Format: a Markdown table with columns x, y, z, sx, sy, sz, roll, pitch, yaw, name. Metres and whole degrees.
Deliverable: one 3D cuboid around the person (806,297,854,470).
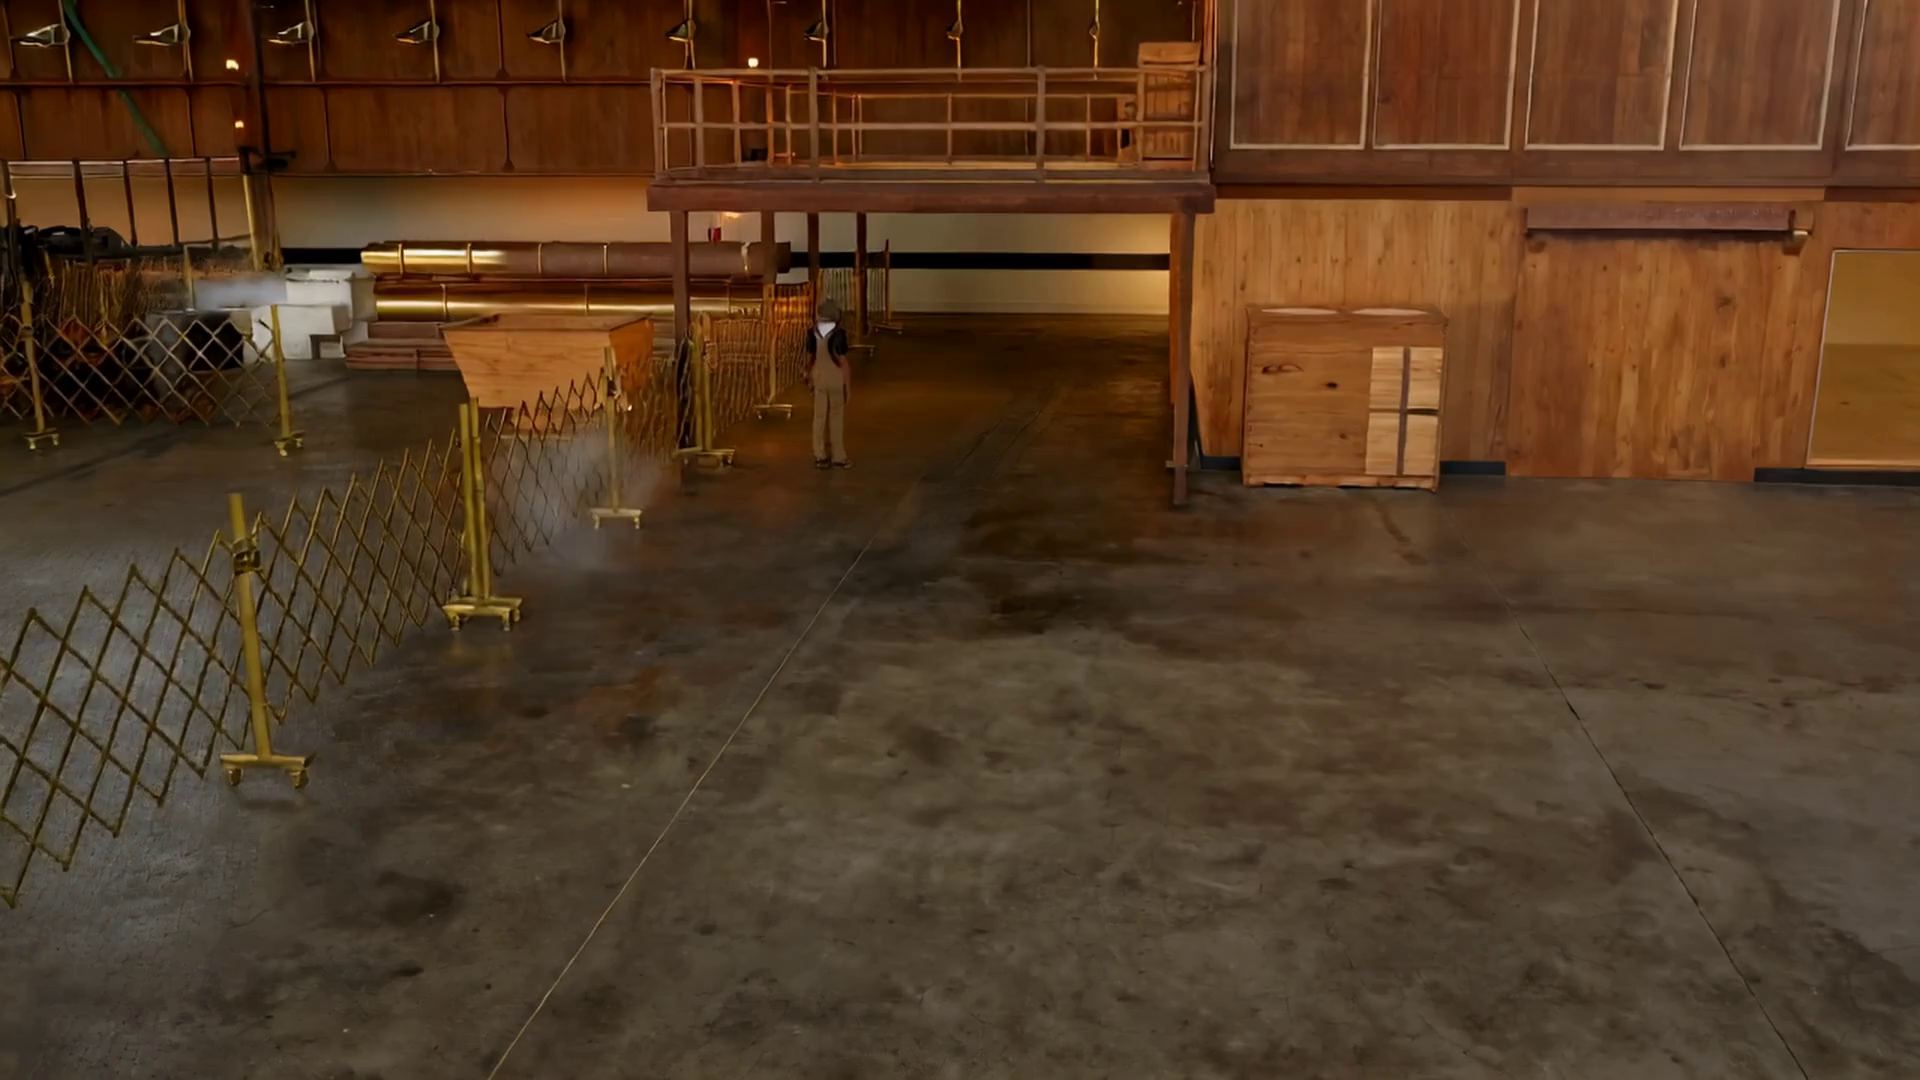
| x | y | z | sx | sy | sz | roll | pitch | yaw | name |
| --- | --- | --- | --- | --- | --- | --- | --- | --- | --- |
| -1.395 | -1.675 | 17.793 | 0.519 | 1.844 | 0.330 | 7 | 15 | 25 | person |
